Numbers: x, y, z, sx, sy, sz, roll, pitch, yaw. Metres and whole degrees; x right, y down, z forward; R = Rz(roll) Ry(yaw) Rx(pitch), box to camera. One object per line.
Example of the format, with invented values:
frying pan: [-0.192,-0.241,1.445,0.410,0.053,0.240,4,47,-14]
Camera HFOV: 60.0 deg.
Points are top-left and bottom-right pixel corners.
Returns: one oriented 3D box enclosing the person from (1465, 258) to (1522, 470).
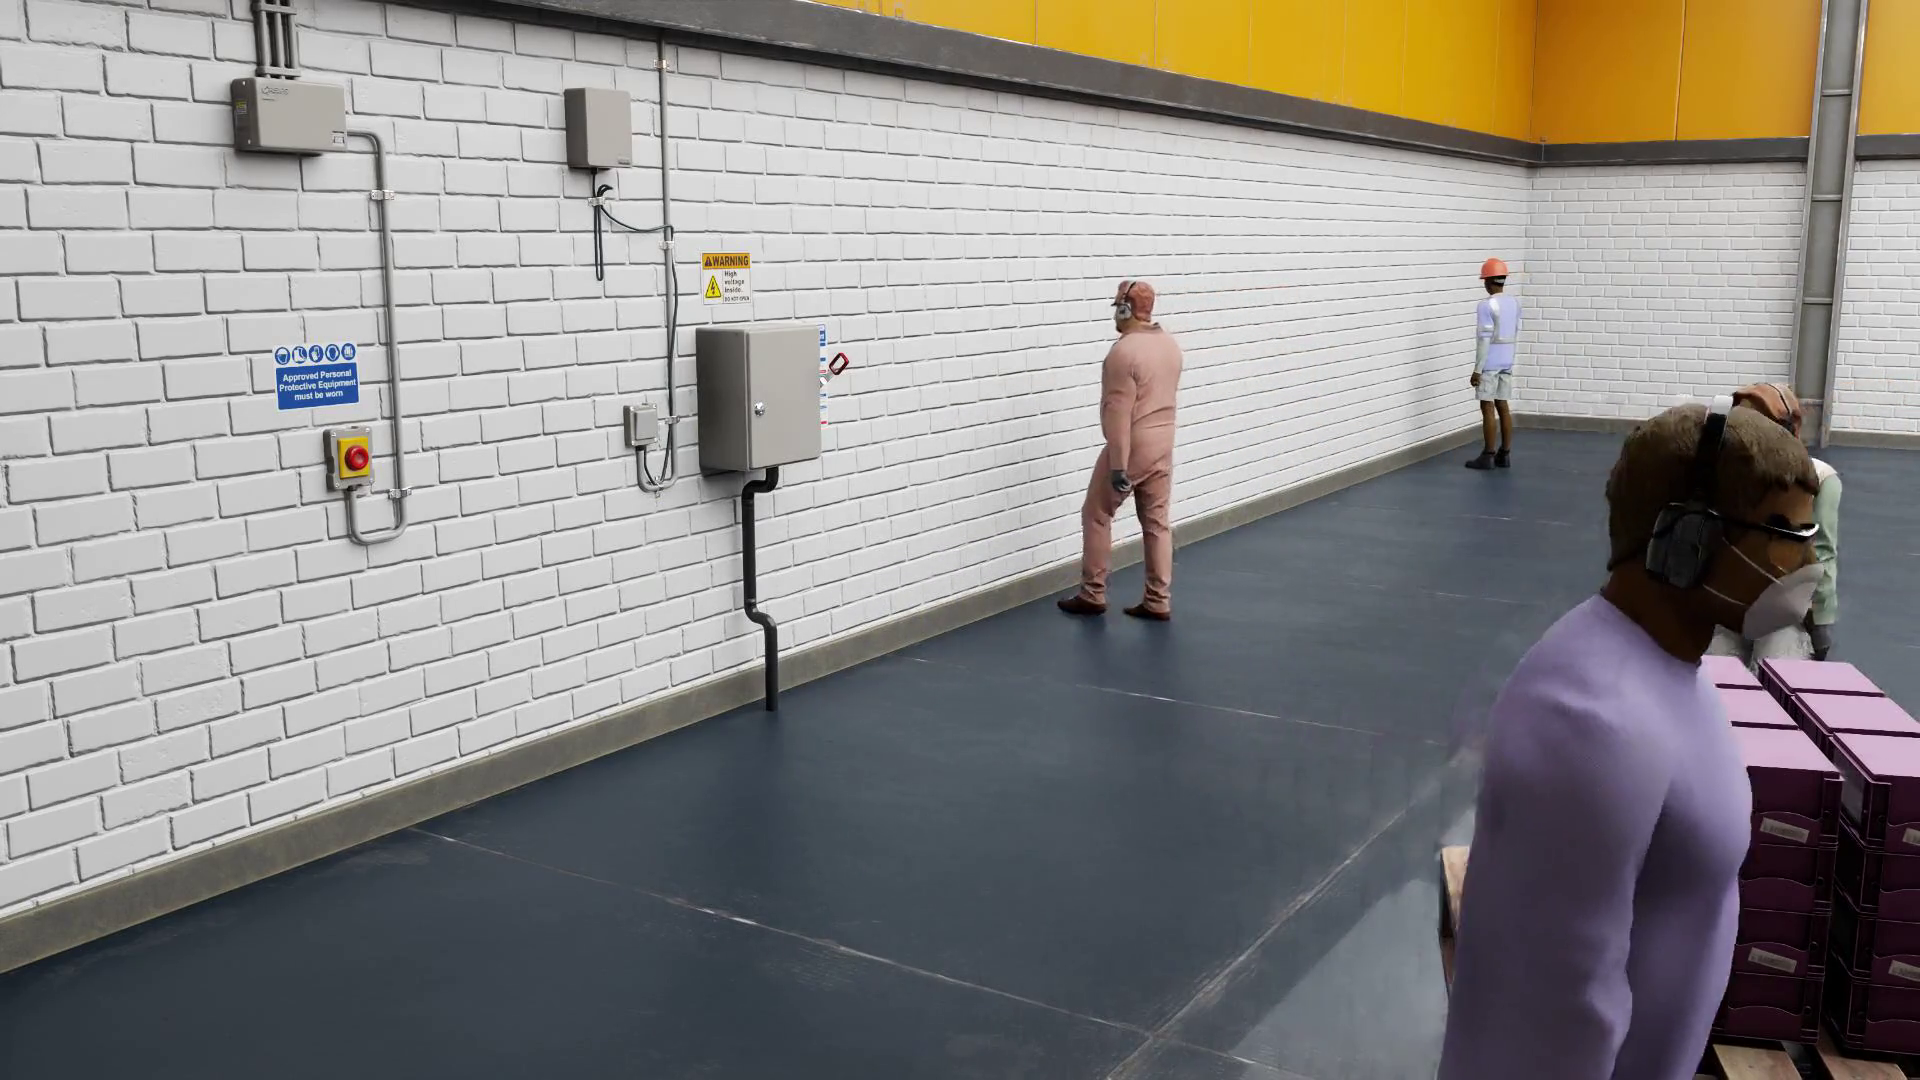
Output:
person: [4.887,-1.613,15.295,0.550,1.933,0.373,-7,13,-35]

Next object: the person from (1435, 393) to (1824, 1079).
person: [0.830,0.771,2.131,0.427,1.917,0.644,5,11,25]

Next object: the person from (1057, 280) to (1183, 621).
person: [0.873,-0.492,9.256,0.769,1.879,0.651,10,14,43]

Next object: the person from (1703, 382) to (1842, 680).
person: [2.792,0.261,5.766,0.451,1.623,0.536,-7,12,-34]
